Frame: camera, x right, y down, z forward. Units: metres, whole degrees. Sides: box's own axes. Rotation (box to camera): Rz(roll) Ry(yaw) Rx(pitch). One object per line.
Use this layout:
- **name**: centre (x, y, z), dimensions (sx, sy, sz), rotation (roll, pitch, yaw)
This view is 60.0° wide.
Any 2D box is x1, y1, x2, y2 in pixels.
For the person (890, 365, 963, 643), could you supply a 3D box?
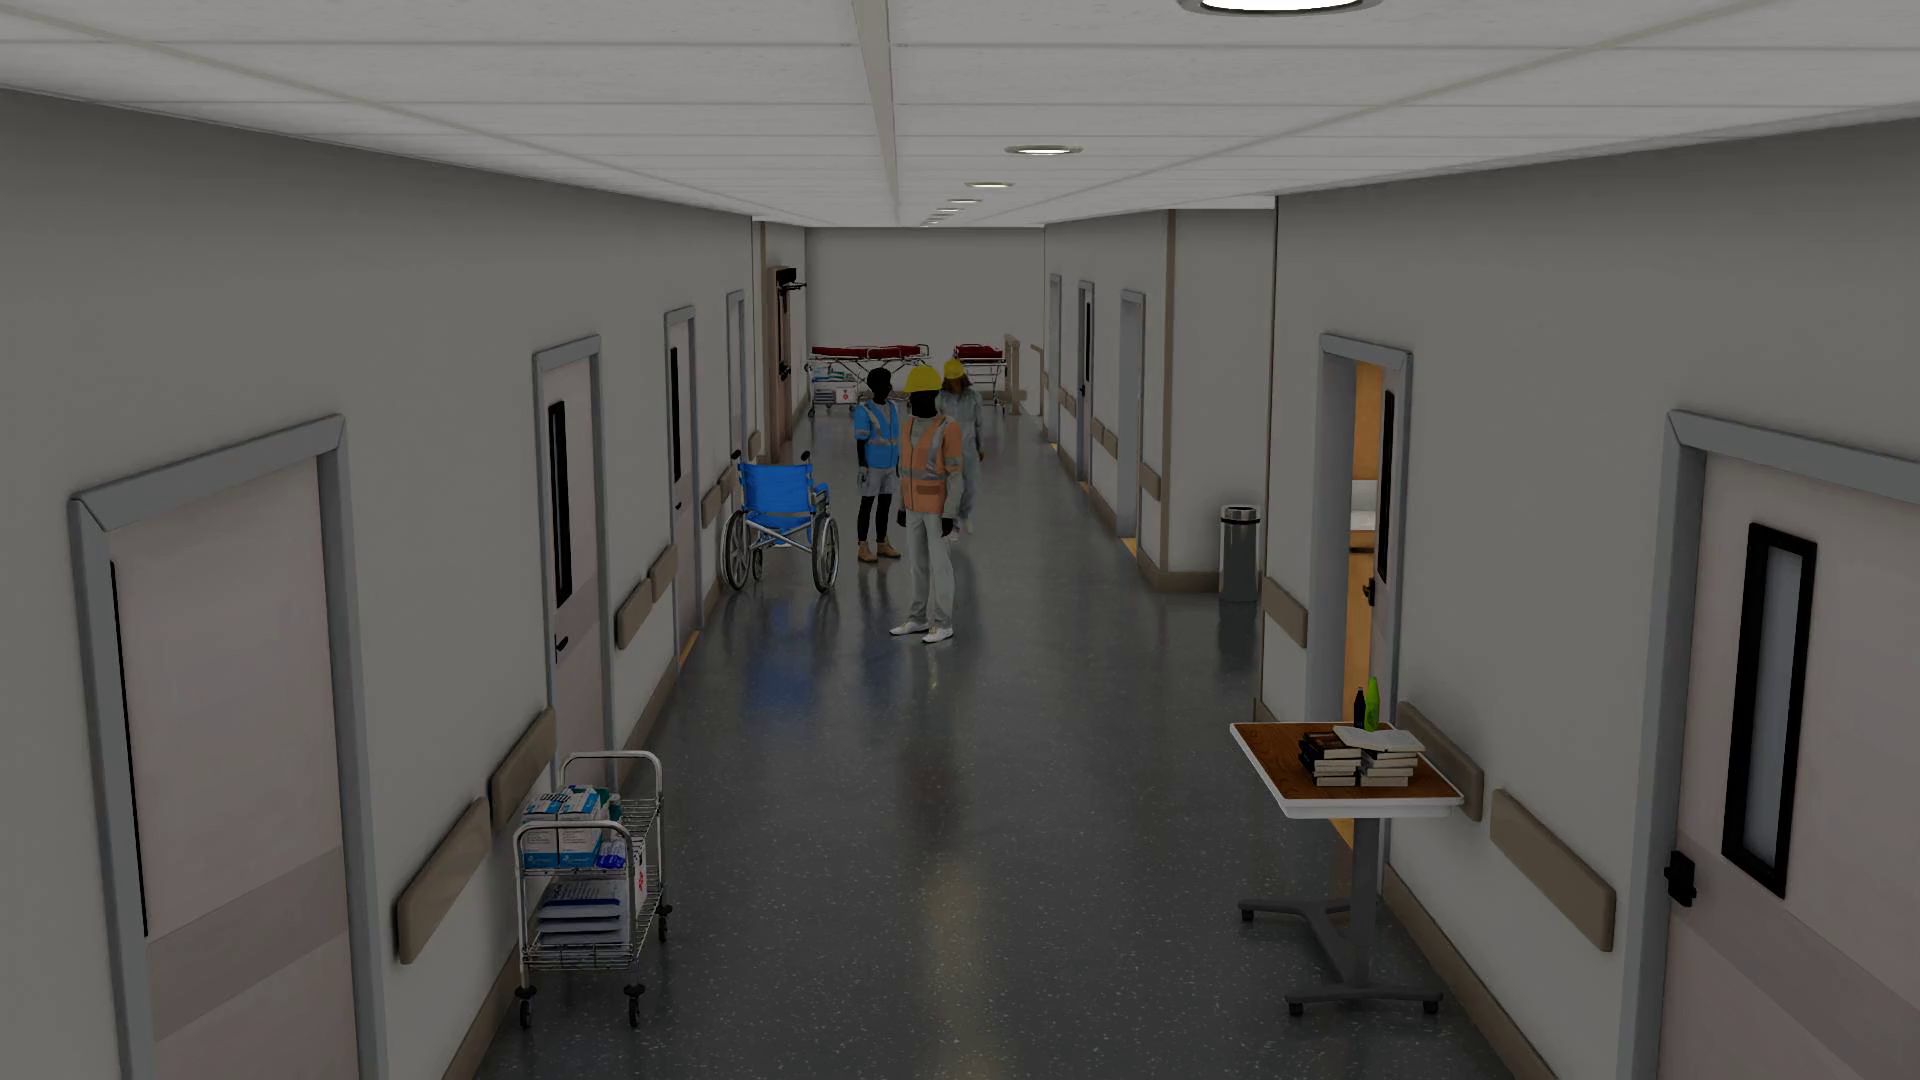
- **person**: centre (-0.235, -0.252, 11.578), dimensions (0.365, 1.928, 0.585), rotation (-9, 14, -42)

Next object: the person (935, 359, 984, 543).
- **person**: centre (-0.015, -0.822, 15.344), dimensions (0.511, 1.714, 0.463), rotation (-2, 10, -13)

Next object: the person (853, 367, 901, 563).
- **person**: centre (-0.703, -0.655, 14.464), dimensions (0.317, 1.695, 0.540), rotation (9, 13, 40)
